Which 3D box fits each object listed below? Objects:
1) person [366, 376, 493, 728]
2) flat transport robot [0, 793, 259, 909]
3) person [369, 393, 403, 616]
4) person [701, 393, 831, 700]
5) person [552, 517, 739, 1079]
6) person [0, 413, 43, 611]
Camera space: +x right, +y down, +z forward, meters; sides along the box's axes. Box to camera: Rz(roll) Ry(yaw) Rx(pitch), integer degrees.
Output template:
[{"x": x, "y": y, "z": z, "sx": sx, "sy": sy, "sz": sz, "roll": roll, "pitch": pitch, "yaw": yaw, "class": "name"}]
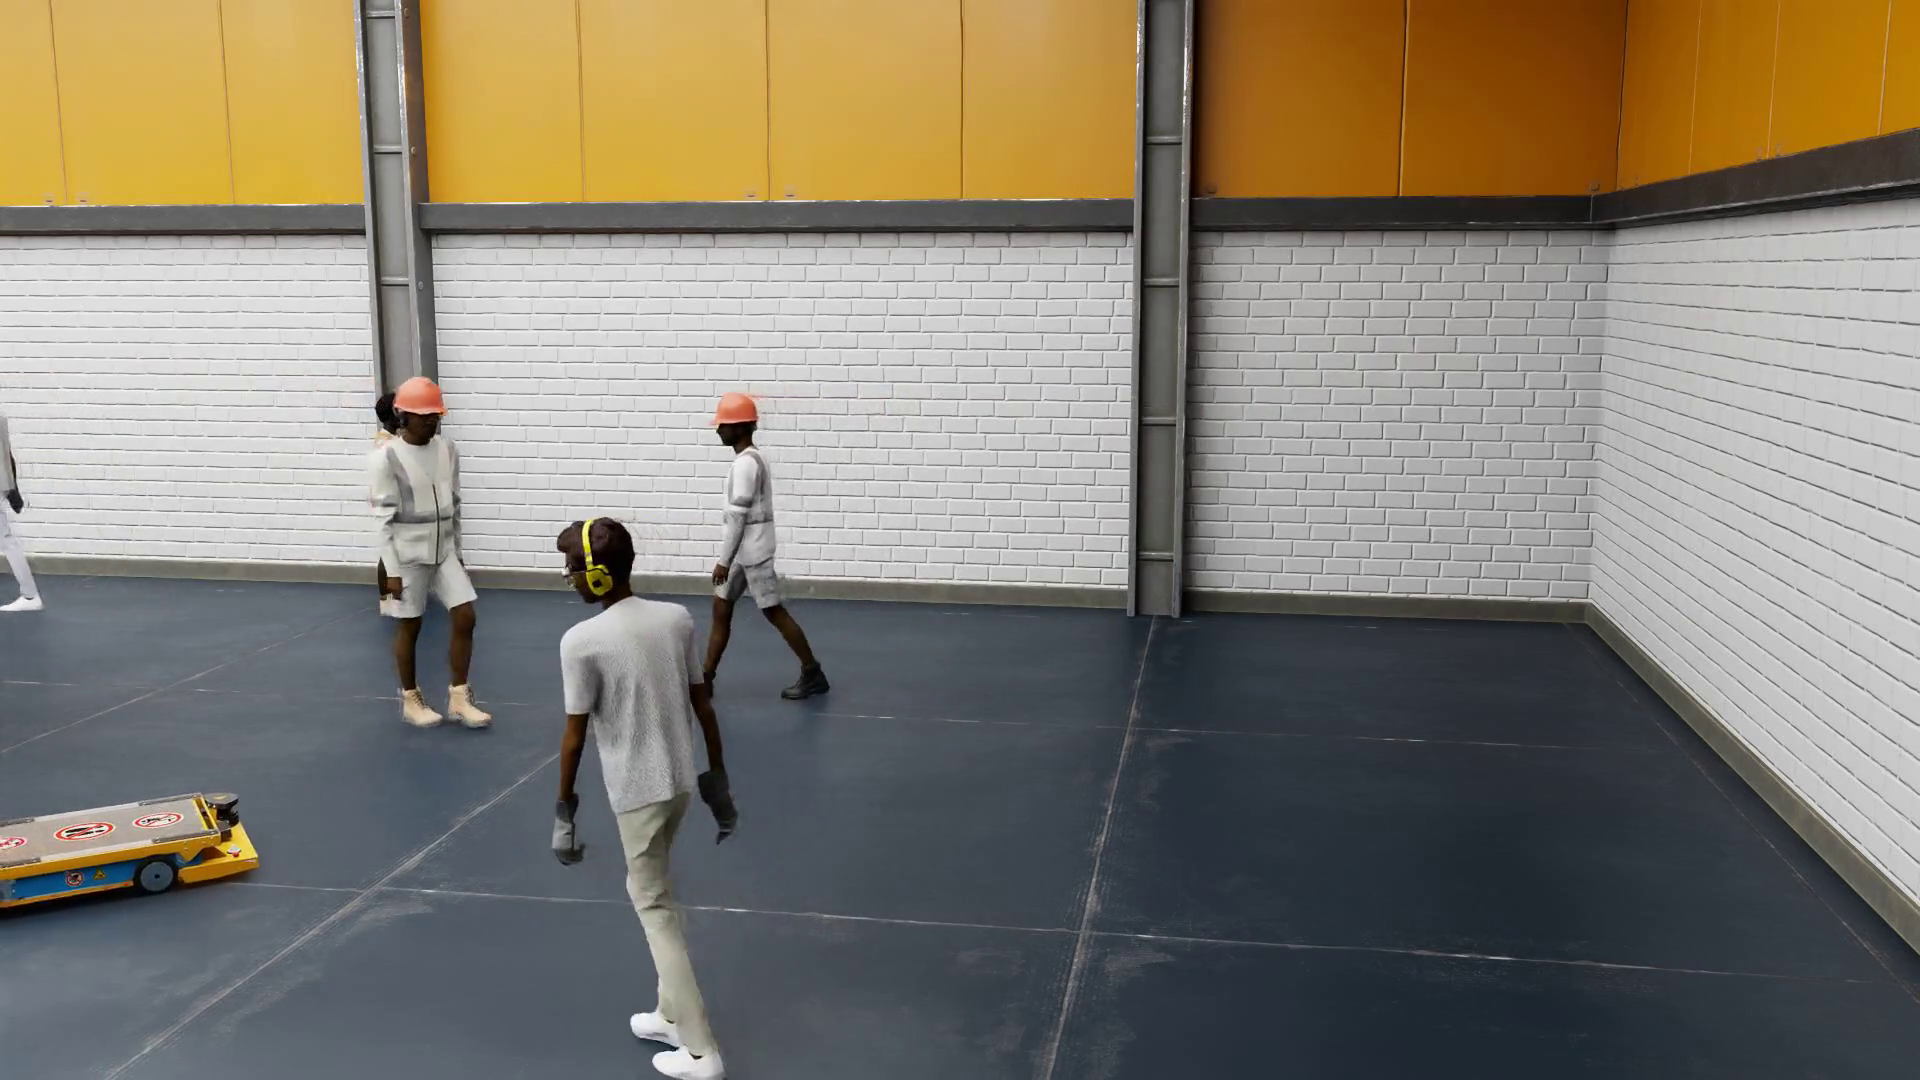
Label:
[{"x": -2.950, "y": 0.096, "z": 9.316, "sx": 0.752, "sy": 2.013, "sz": 0.654, "roll": 6, "pitch": 11, "yaw": 34, "class": "person"}, {"x": -3.787, "y": 1.339, "z": 7.034, "sx": 1.431, "sy": 0.197, "sz": 0.652, "roll": -5, "pitch": 11, "yaw": -31, "class": "flat transport robot"}, {"x": -4.308, "y": -0.270, "z": 12.606, "sx": 0.321, "sy": 1.690, "sz": 0.530, "roll": -3, "pitch": 10, "yaw": -18, "class": "person"}, {"x": -1.257, "y": 0.057, "z": 10.016, "sx": 1.008, "sy": 1.890, "sz": 0.538, "roll": -1, "pitch": 9, "yaw": -8, "class": "person"}, {"x": -1.006, "y": 0.836, "z": 5.336, "sx": 0.642, "sy": 1.828, "sz": 0.532, "roll": 6, "pitch": 11, "yaw": 35, "class": "person"}, {"x": -7.489, "y": -0.348, "z": 12.632, "sx": 0.908, "sy": 1.828, "sz": 0.543, "roll": -1, "pitch": 9, "yaw": -7, "class": "person"}]
